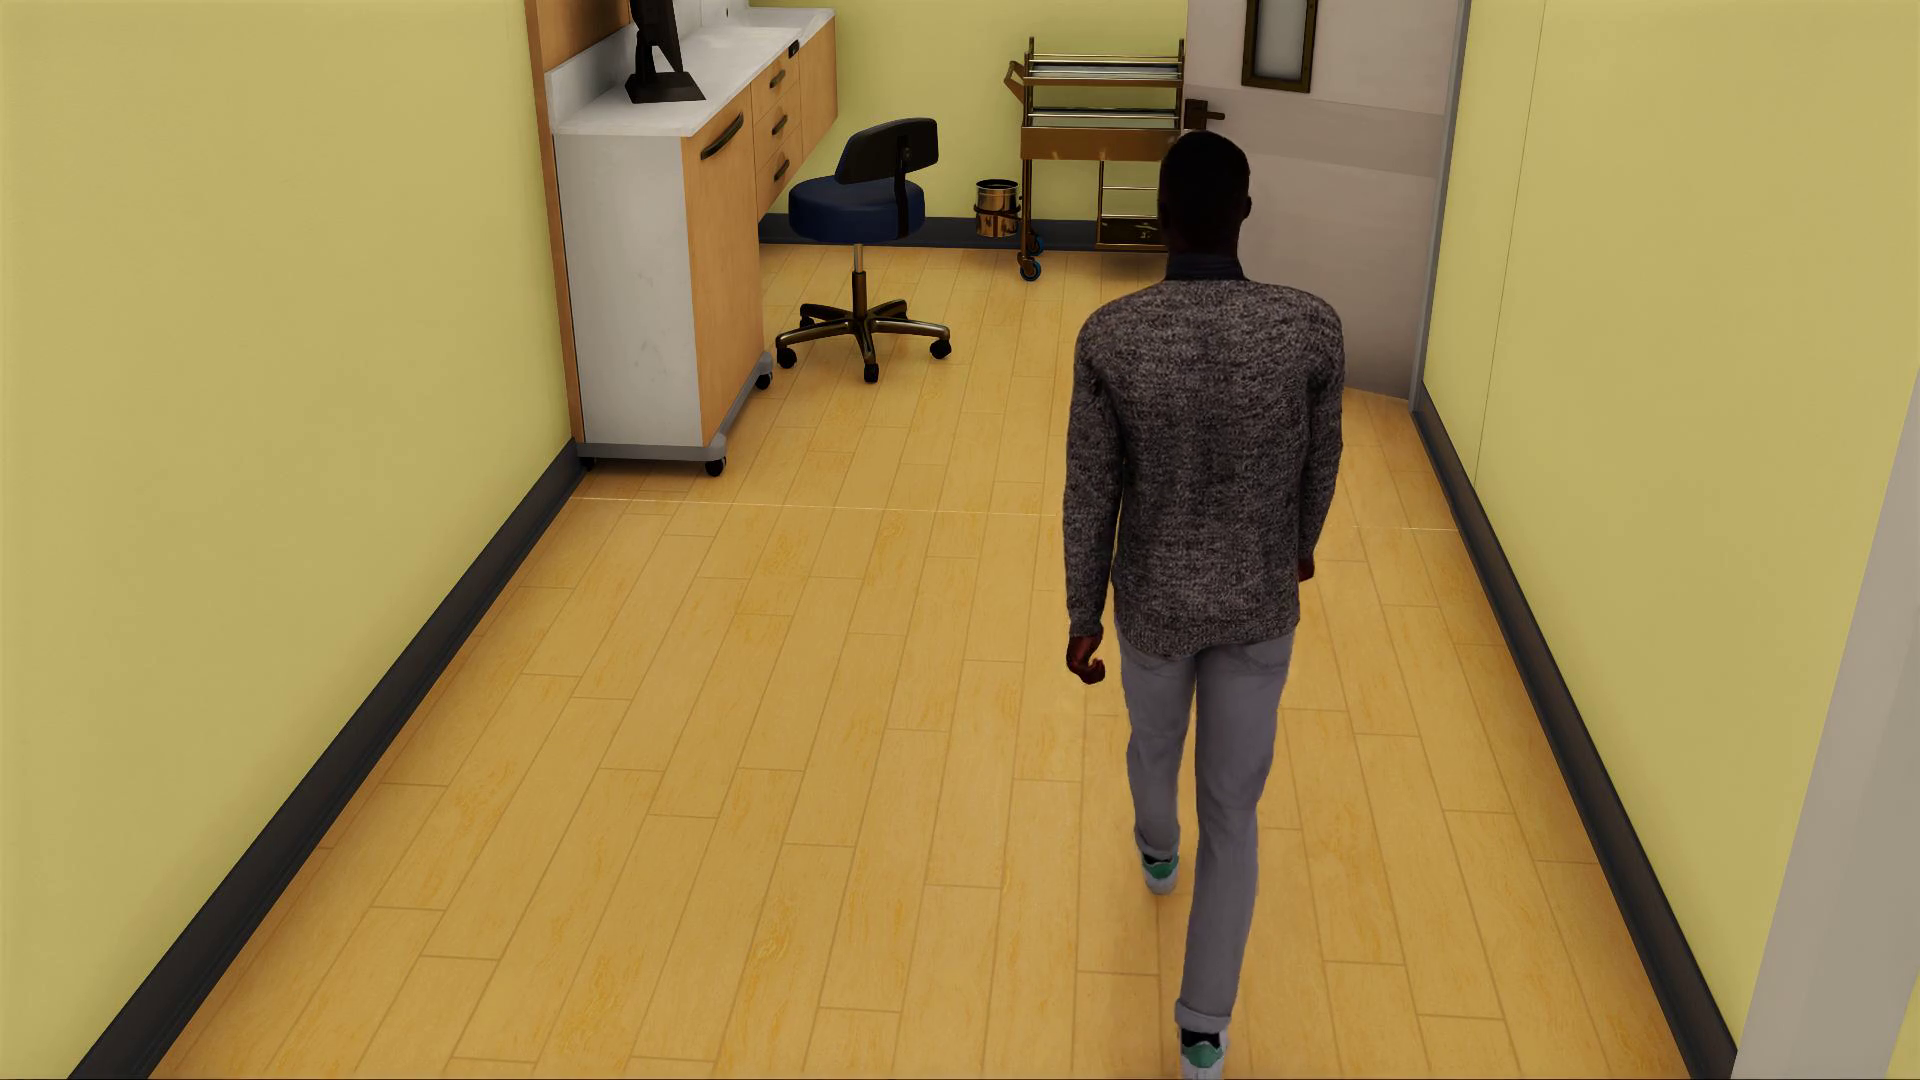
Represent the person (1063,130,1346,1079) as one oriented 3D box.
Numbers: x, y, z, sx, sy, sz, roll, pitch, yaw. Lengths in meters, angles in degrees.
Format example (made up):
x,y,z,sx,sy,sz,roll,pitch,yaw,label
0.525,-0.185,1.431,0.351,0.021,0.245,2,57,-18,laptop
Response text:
x,y,z,sx,sy,sz,roll,pitch,yaw,label
0.471,0.197,3.169,1.123,1.786,0.754,3,26,6,person
